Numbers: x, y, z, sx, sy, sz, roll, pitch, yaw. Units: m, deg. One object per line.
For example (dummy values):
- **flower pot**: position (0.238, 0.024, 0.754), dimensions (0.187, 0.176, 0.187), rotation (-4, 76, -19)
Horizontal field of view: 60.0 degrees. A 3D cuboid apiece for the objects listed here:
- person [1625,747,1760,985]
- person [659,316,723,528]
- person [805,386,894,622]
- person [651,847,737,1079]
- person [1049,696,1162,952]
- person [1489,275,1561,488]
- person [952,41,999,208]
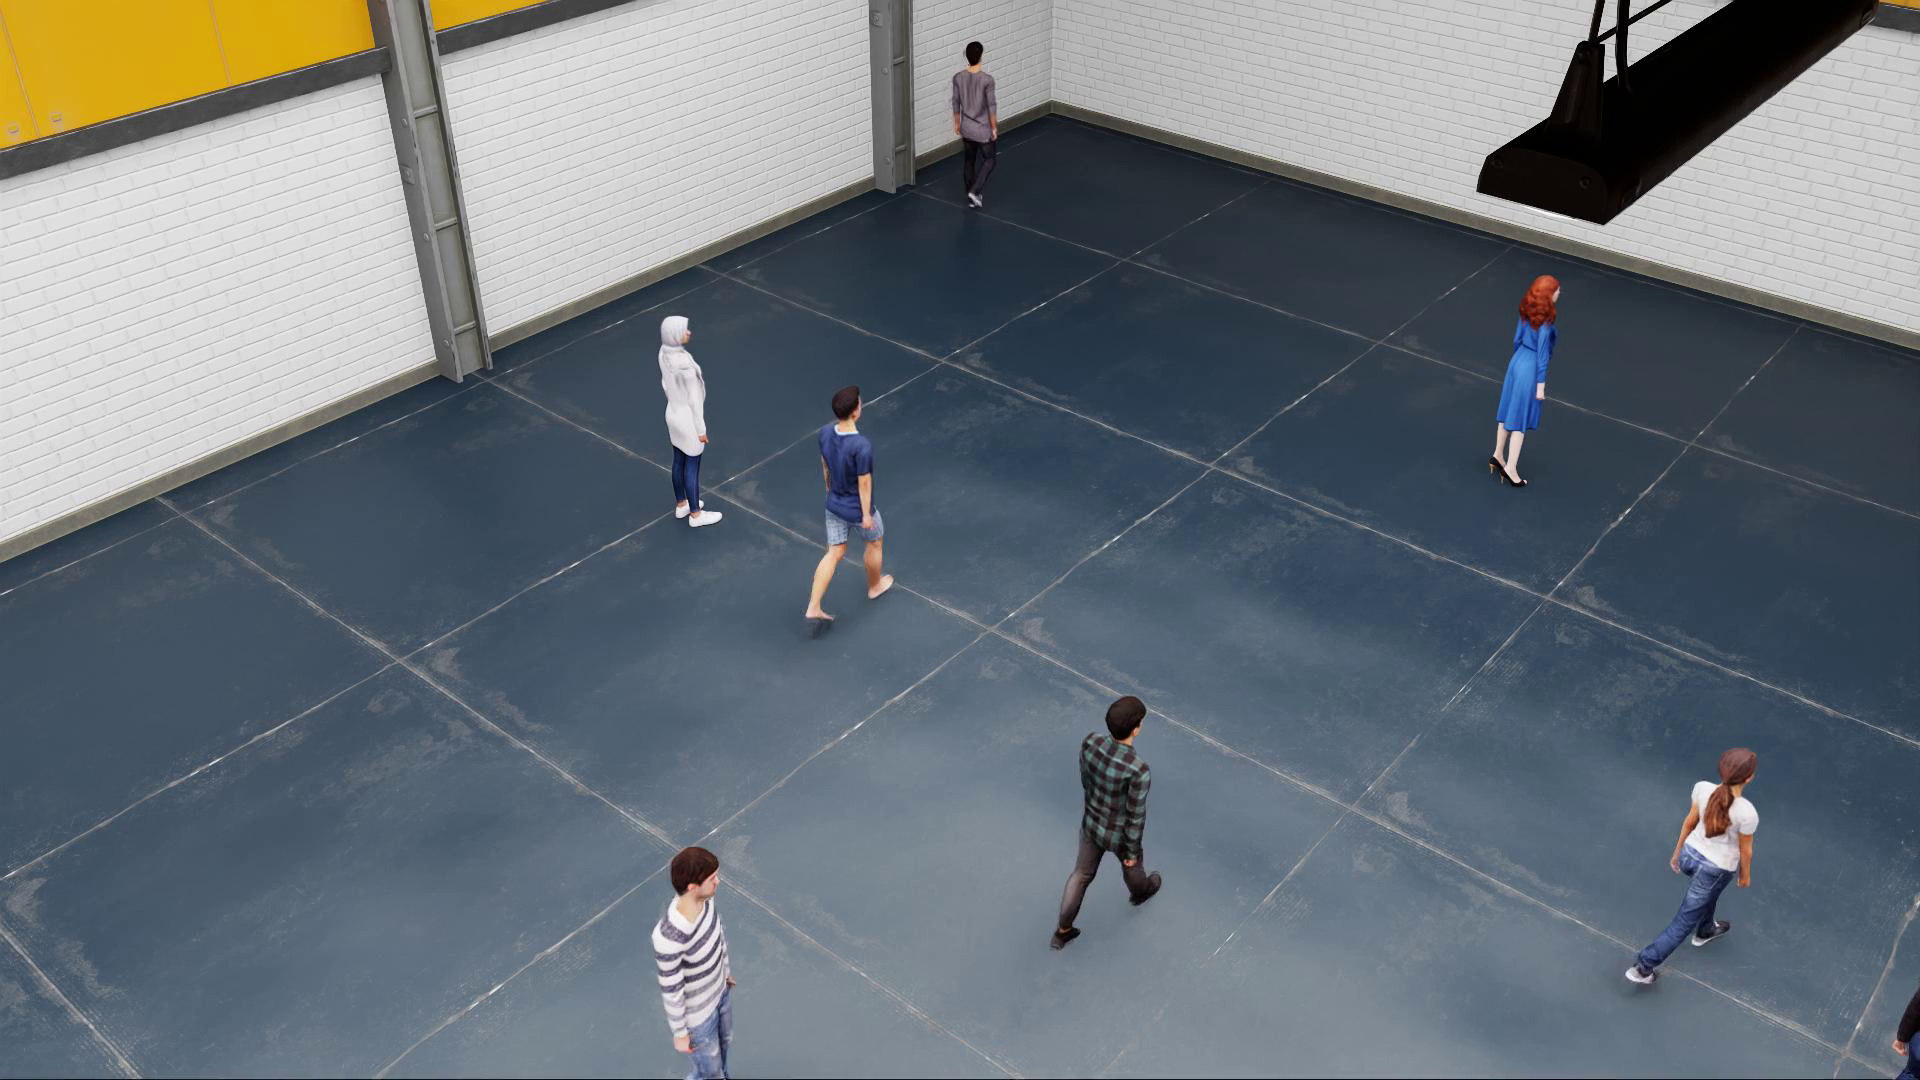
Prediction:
- **person**: position (4.026, 1.808, 9.057), dimensions (1.152, 1.527, 0.846), rotation (-15, 36, -21)
- **person**: position (-2.146, -0.926, 12.943), dimensions (0.596, 1.776, 0.659), rotation (-23, 40, -31)
- **person**: position (-0.840, -0.208, 11.827), dimensions (0.677, 1.817, 1.138), rotation (21, 39, 29)
- **person**: position (-1.303, 2.233, 8.136), dimensions (0.810, 1.837, 0.671), rotation (13, 36, 19)
- **person**: position (0.780, 1.624, 9.355), dimensions (0.704, 1.672, 1.094), rotation (27, 42, 34)
- **person**: position (4.567, -1.290, 13.445), dimensions (0.765, 1.828, 0.715), rotation (-5, 34, -7)
- **person**: position (0.145, -4.509, 18.277), dimensions (0.787, 1.840, 0.827), rotation (17, 37, 23)
